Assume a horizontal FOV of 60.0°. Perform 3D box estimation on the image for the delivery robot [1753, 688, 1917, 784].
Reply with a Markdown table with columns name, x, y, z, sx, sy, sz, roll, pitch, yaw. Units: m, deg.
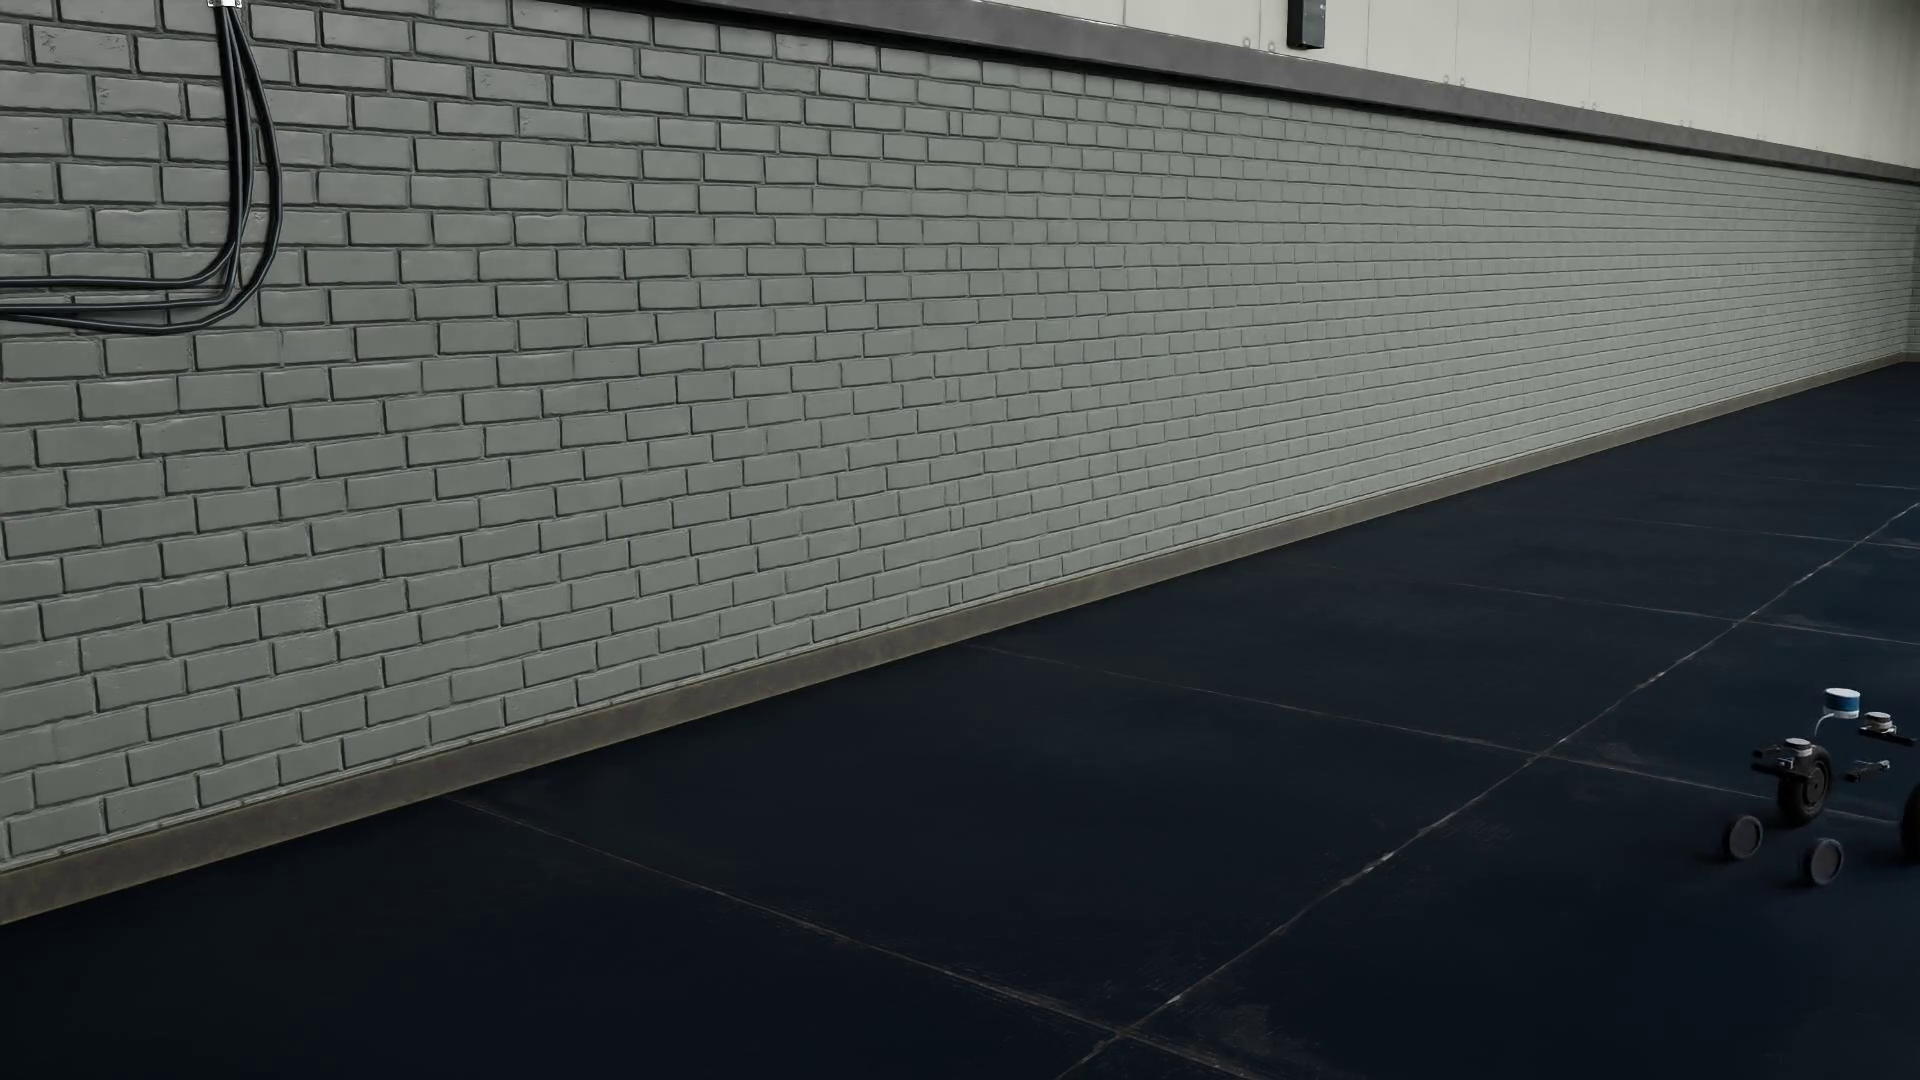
| name | x | y | z | sx | sy | sz | roll | pitch | yaw |
| --- | --- | --- | --- | --- | --- | --- | --- | --- | --- |
| delivery robot | 2.870 | 0.603 | 5.425 | 0.698 | 0.223 | 0.335 | -7 | 13 | -35 |
